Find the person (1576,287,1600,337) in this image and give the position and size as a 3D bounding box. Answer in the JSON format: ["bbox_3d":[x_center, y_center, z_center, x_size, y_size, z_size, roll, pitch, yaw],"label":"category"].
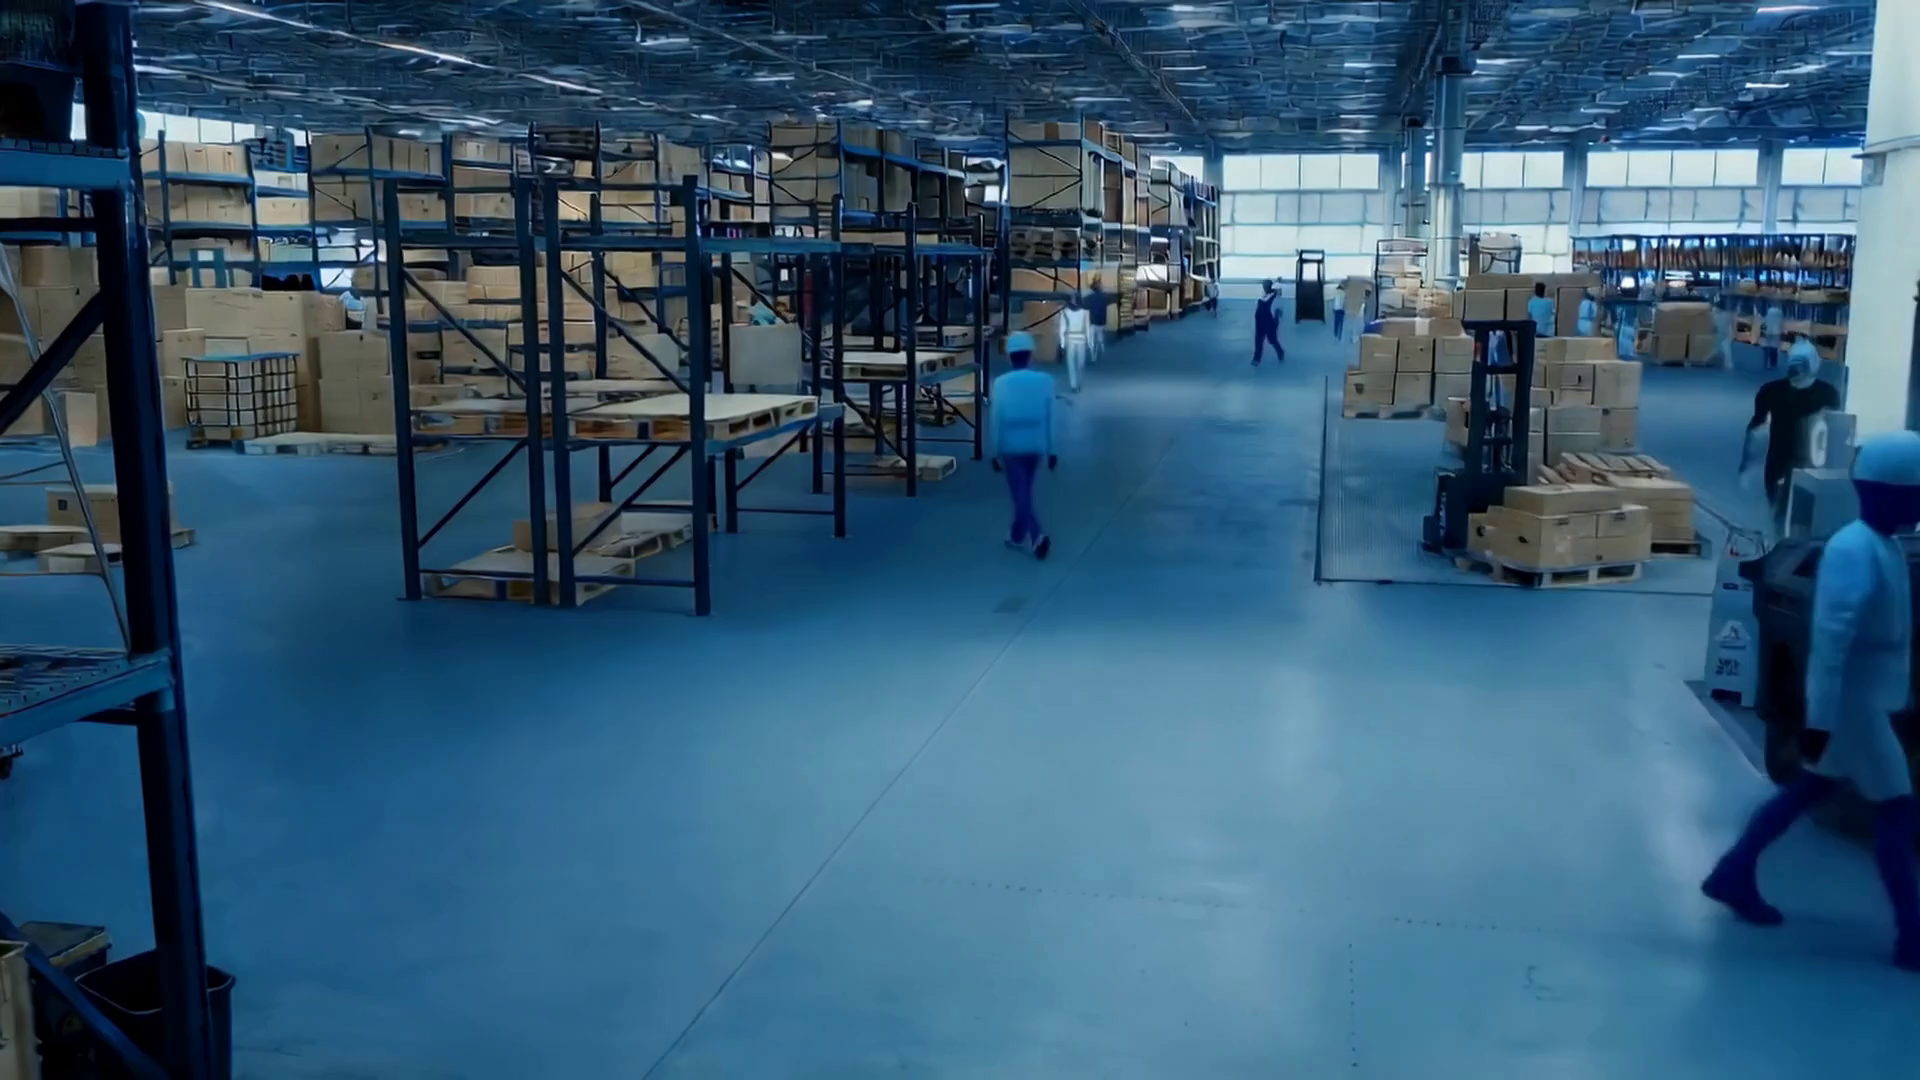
[{"bbox_3d":[13.994,-4.742,37.294,0.965,1.874,0.583,-4,10,-23],"label":"person"}]

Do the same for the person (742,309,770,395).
[{"bbox_3d":[-3.685,-3.358,29.885,0.519,1.591,0.869,2,10,13],"label":"person"}]

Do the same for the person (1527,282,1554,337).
[{"bbox_3d":[13.203,-4.901,37.953,0.610,1.956,0.389,8,13,40],"label":"person"}]

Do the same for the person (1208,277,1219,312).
[{"bbox_3d":[11.904,-11.545,78.174,0.567,1.666,0.368,7,12,37],"label":"person"}]

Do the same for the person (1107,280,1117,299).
[{"bbox_3d":[6.497,-10.482,71.065,0.545,1.938,0.358,-4,10,-22],"label":"person"}]

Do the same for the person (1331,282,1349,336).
[{"bbox_3d":[12.178,-7.388,53.319,0.527,1.759,0.598,3,10,15],"label":"person"}]

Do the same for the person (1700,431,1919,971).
[{"bbox_3d":[3.167,0.543,5.927,0.976,1.895,0.559,8,12,39],"label":"person"}]

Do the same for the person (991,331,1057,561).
[{"bbox_3d":[0.555,-0.786,13.821,0.587,1.892,0.894,-5,11,-25],"label":"person"}]

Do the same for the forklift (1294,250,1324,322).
[{"bbox_3d":[13.778,-10.002,65.433,1.129,2.768,1.873,2,10,12],"label":"forklift"}]

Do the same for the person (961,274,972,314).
[{"bbox_3d":[0.321,-11.103,75.160,0.608,1.791,0.867,1,10,7],"label":"person"}]

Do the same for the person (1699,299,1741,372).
[{"bbox_3d":[16.864,-4.531,36.822,0.828,1.596,0.503,7,12,34],"label":"person"}]

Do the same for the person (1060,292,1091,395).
[{"bbox_3d":[2.123,-3.593,30.472,0.599,1.866,0.418,-2,10,-13],"label":"person"}]

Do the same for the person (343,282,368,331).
[{"bbox_3d":[-15.009,-5.451,41.371,0.590,1.910,0.389,-8,12,-38],"label":"person"}]

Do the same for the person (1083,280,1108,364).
[{"bbox_3d":[3.156,-5.134,39.275,0.600,1.975,0.441,9,13,42],"label":"person"}]

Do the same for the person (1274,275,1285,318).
[{"bbox_3d":[13.431,-10.282,70.234,0.404,1.824,0.591,-7,12,-35],"label":"person"}]

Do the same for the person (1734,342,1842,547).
[{"bbox_3d":[6.101,-0.505,12.163,1.031,1.893,0.646,-6,11,-31],"label":"person"}]

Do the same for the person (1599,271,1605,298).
[{"bbox_3d":[30.691,-11.958,79.826,0.597,1.925,0.639,-4,11,-25],"label":"person"}]

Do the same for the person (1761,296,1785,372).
[{"bbox_3d":[17.986,-4.553,36.746,0.568,1.669,0.397,-5,11,-26],"label":"person"}]

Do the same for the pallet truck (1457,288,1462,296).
[{"bbox_3d":[20.506,-9.785,68.819,0.653,1.274,1.630,2,10,12],"label":"pallet truck"}]

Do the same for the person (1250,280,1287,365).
[{"bbox_3d":[7.254,-5.103,38.908,0.923,2.000,0.686,-7,12,-35],"label":"person"}]

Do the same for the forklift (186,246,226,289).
[{"bbox_3d":[-20.340,-6.556,45.027,1.129,2.768,1.873,2,10,12],"label":"forklift"}]

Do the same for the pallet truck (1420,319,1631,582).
[{"bbox_3d":[4.543,-0.757,13.299,0.823,1.965,1.885,-4,10,-22],"label":"pallet truck"}]
